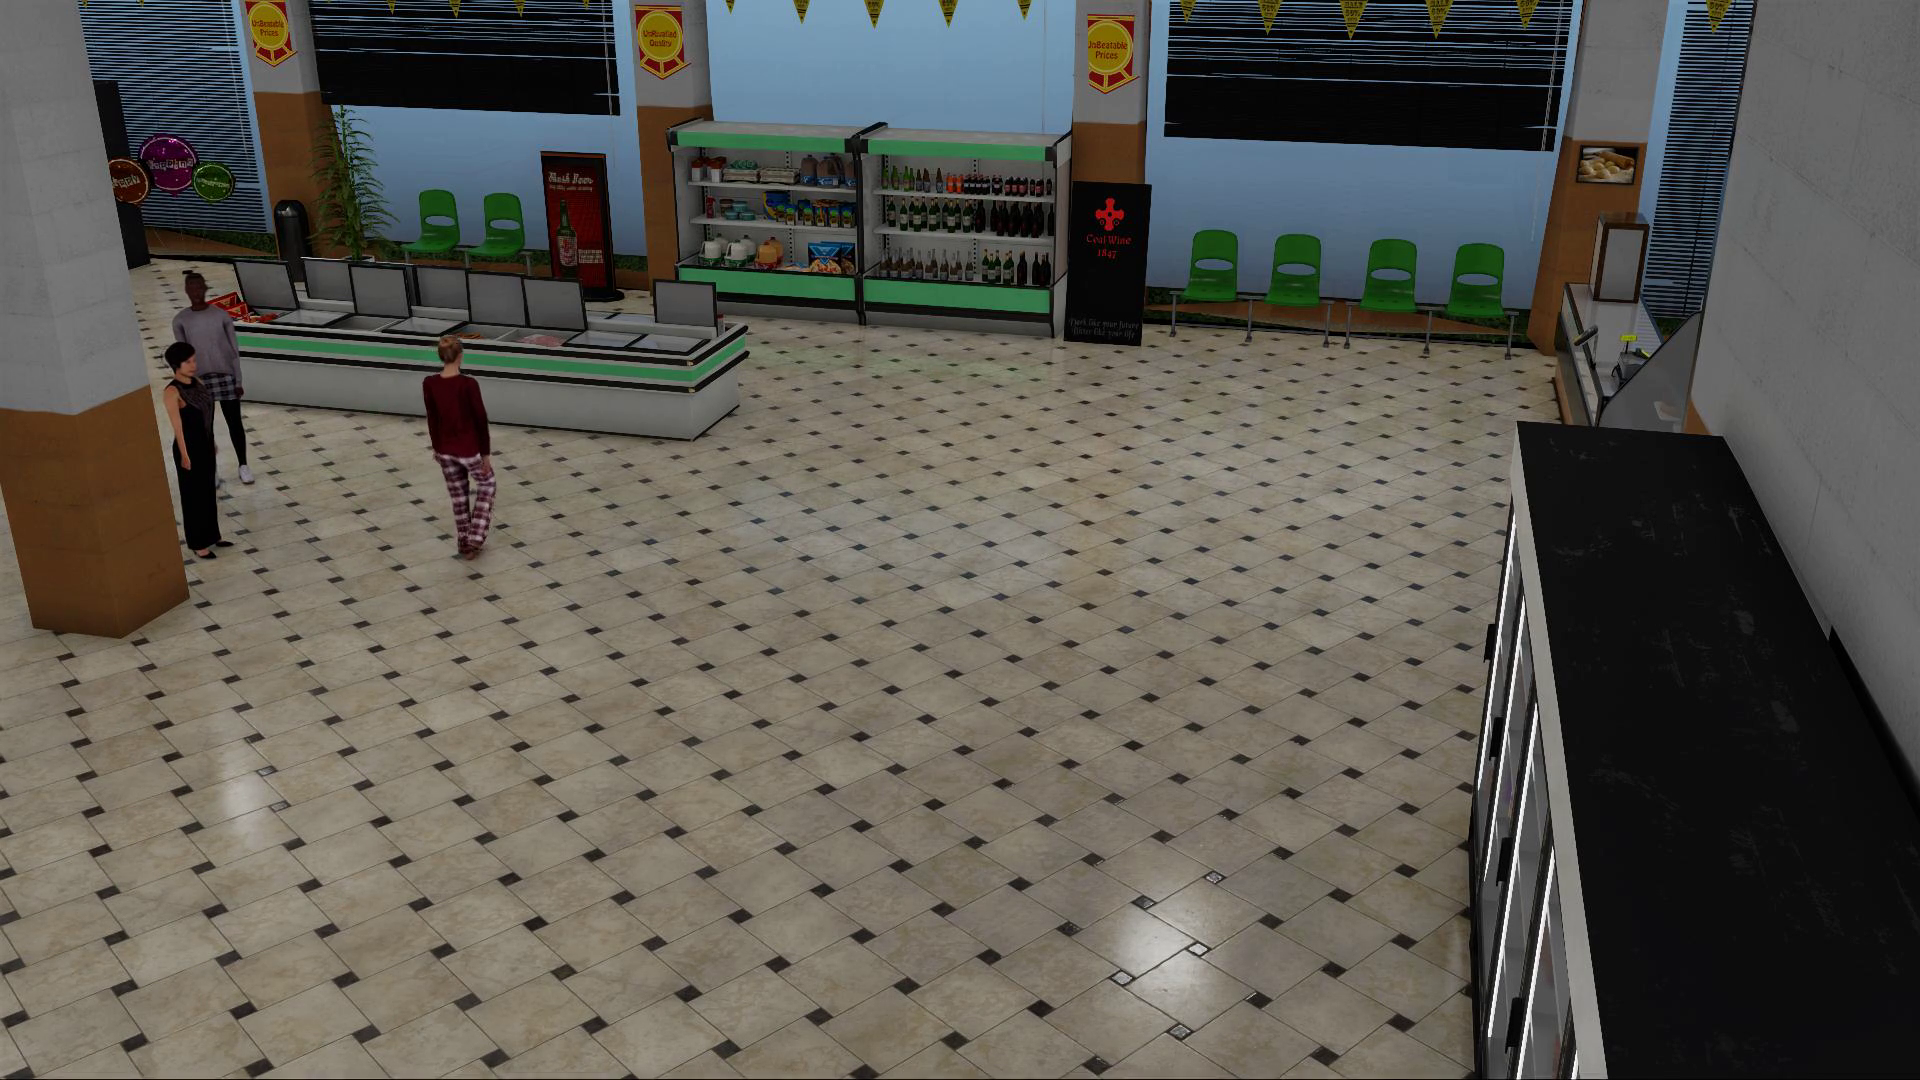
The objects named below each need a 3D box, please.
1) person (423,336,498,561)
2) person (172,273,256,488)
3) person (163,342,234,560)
[{"bbox_3d":[-3.617,-0.636,11.970,0.644,1.694,0.750,1,22,2],"label":"person"},{"bbox_3d":[-6.082,-1.306,13.537,0.659,1.769,0.742,-10,24,-22],"label":"person"},{"bbox_3d":[-5.604,-0.666,12.168,0.570,1.602,0.617,2,22,5],"label":"person"}]
